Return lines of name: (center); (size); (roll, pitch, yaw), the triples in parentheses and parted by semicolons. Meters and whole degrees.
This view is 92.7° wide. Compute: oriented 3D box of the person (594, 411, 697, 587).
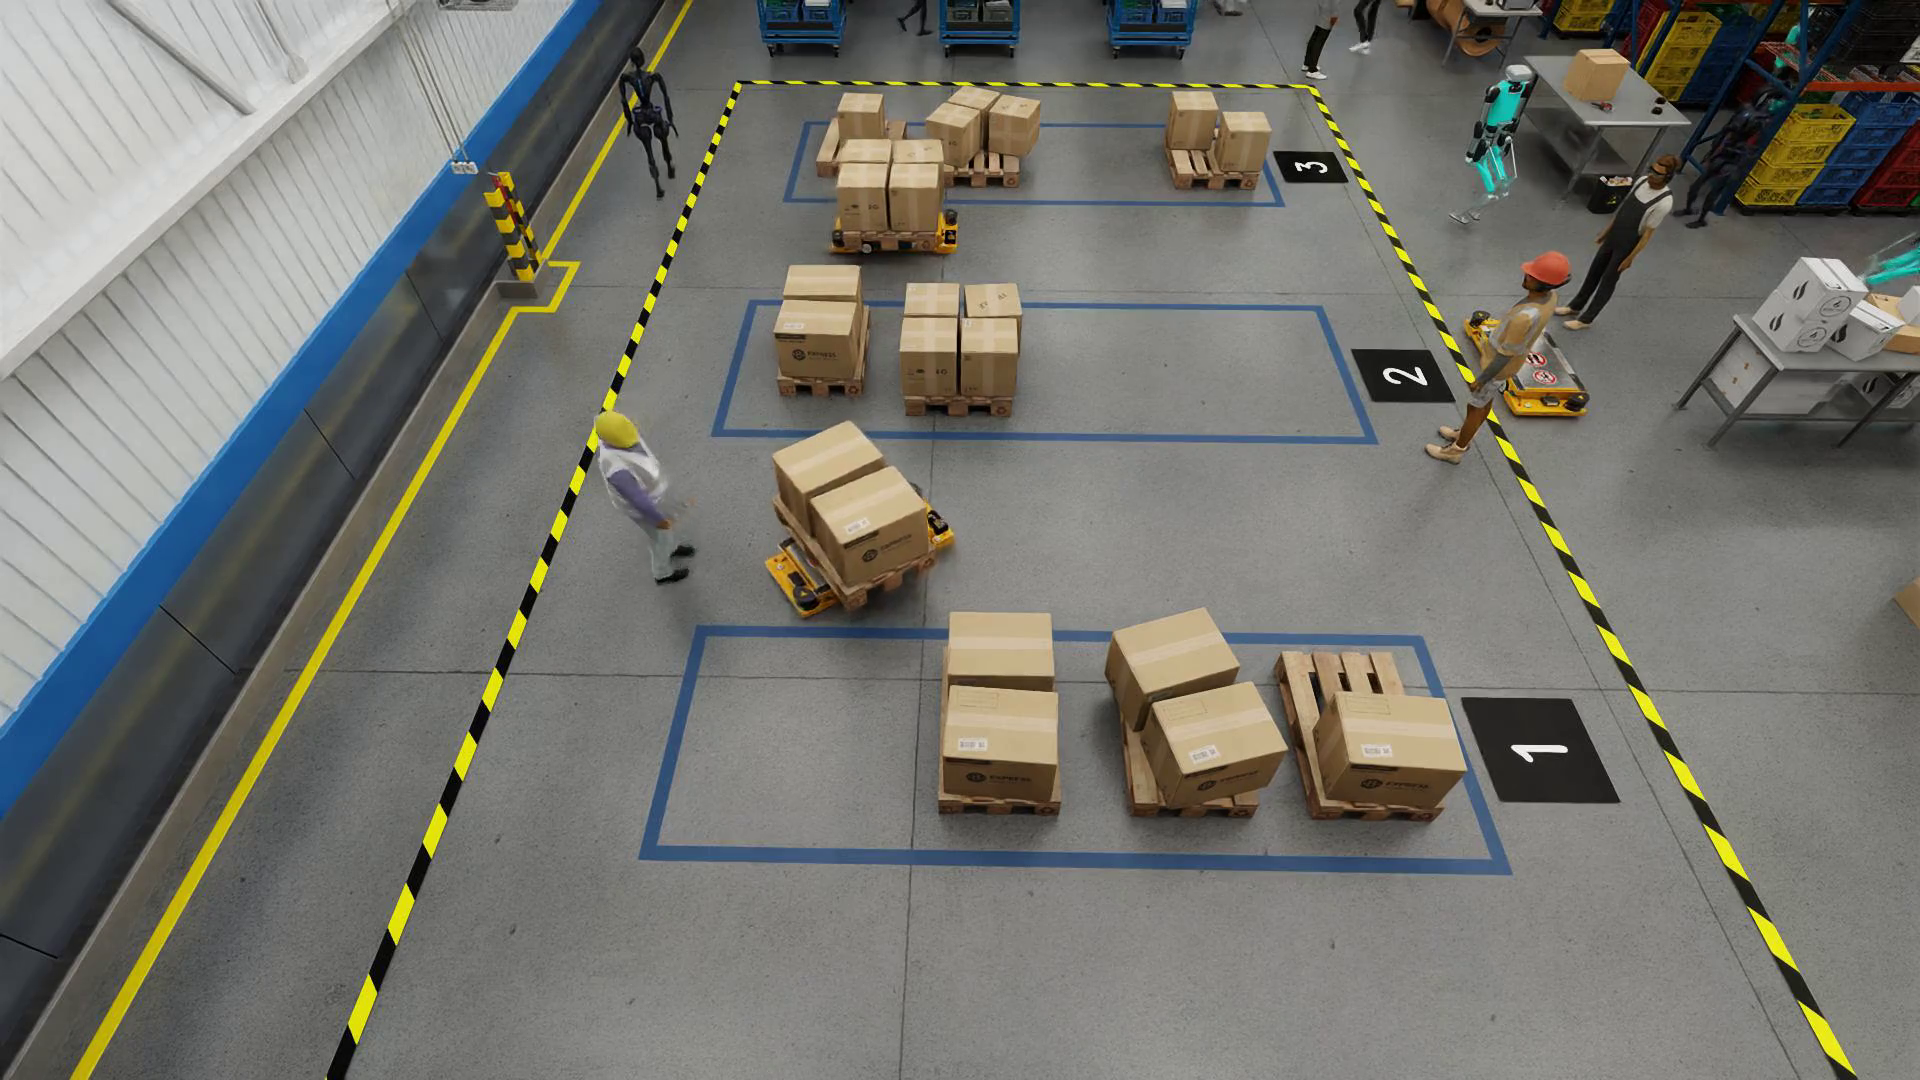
person: (-2.358, -0.324, 6.823); (0.429, 1.796, 0.620); (-14, 51, -12)

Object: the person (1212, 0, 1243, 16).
person: (4.426, -9.296, 14.543); (0.467, 1.832, 0.594); (0, 49, 0)

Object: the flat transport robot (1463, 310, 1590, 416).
flat transport robot: (5.573, -1.757, 9.054); (0.659, 0.231, 1.431); (1, 49, 1)

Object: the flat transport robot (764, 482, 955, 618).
flat transport robot: (-0.812, 0.047, 7.474); (1.431, 0.197, 0.652); (-28, 55, -22)

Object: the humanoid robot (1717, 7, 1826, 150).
humanoid robot: (10.476, -5.597, 11.423); (0.956, 1.765, 0.537); (20, 52, 17)

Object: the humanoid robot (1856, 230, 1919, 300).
humanoid robot: (9.338, -2.862, 9.079); (0.919, 1.824, 0.577); (17, 51, 14)

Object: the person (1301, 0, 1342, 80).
person: (5.304, -7.595, 13.062); (0.395, 1.849, 0.588); (1, 49, 1)

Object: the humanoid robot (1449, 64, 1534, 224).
humanoid robot: (6.013, -4.306, 10.200); (0.533, 1.677, 0.735); (-12, 50, -10)

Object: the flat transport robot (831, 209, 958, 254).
flat transport robot: (-0.747, -3.592, 10.624); (1.431, 0.197, 0.652); (1, 49, 1)

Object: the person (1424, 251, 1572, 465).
person: (4.479, -1.484, 7.643); (0.365, 2.048, 0.606); (35, 57, 26)

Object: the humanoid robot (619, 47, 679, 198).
humanoid robot: (-3.718, -5.005, 10.973); (0.607, 1.629, 0.790); (-8, 50, -7)

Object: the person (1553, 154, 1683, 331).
person: (6.489, -2.901, 9.010); (0.350, 1.841, 0.507); (-2, 49, -2)

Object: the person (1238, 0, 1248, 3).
person: (4.913, -9.851, 15.084); (0.489, 1.743, 0.295); (-24, 53, -19)

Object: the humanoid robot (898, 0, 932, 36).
humanoid robot: (-0.707, -8.657, 14.097); (0.505, 1.638, 0.613); (-14, 51, -12)

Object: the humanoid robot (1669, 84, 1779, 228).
humanoid robot: (8.674, -4.296, 10.325); (0.399, 1.644, 0.584); (-5, 49, -4)

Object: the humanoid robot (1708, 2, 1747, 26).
humanoid robot: (11.300, -7.859, 13.382); (0.798, 1.806, 0.541); (13, 50, 11)

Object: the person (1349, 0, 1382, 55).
person: (6.190, -8.205, 13.590); (0.534, 1.845, 0.429); (-37, 58, -27)
